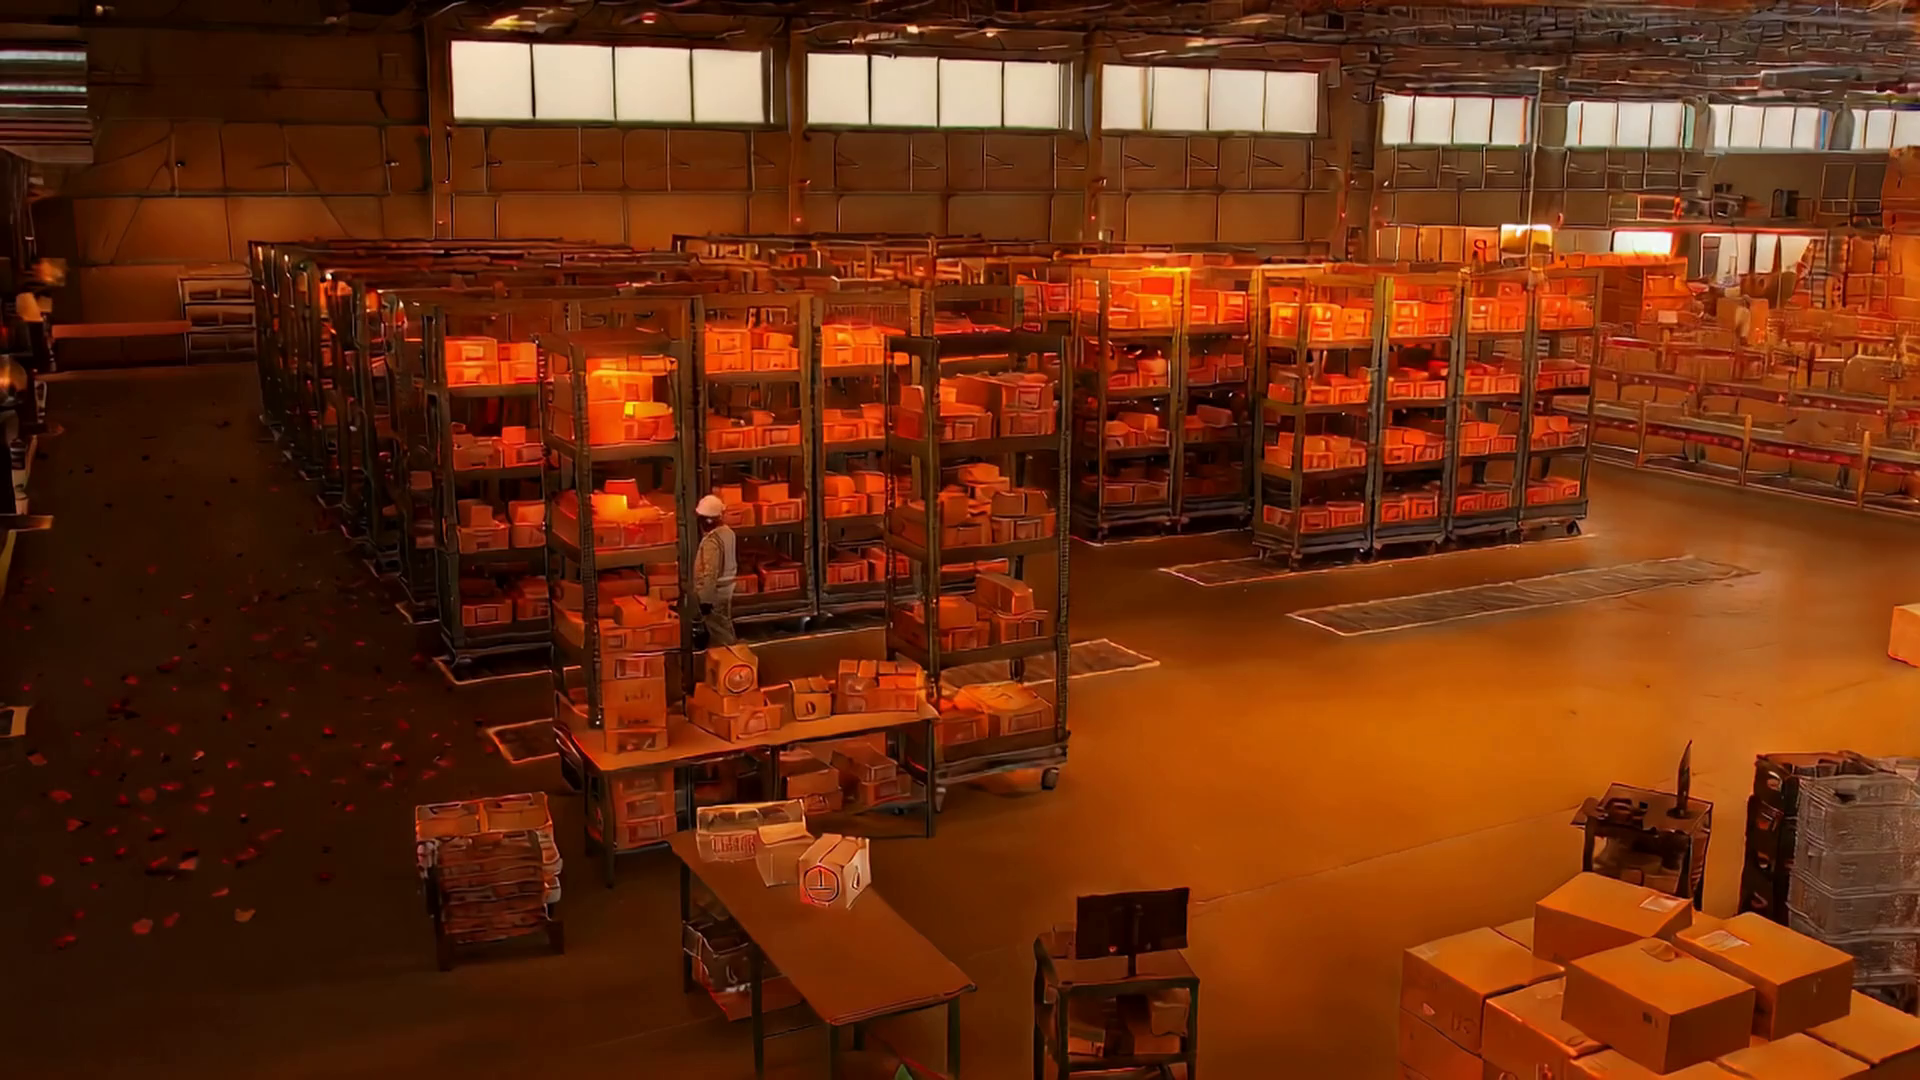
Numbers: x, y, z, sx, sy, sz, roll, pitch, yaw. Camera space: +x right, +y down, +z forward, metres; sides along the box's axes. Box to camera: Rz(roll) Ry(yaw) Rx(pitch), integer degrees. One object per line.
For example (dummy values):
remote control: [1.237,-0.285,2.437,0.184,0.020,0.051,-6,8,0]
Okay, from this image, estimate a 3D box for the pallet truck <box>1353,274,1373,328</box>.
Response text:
pallet truck: [13.011,-8.050,55.243,0.823,1.965,1.885,-7,14,-28]

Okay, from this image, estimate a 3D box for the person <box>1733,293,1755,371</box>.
person: [19.873,-5.263,42.187,0.653,2.006,0.703,-10,15,-38]

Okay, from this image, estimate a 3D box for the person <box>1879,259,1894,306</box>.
person: [36.167,-10.026,64.844,0.505,1.845,0.345,-8,14,-33]

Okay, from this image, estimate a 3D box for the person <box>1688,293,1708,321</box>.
person: [22.160,-6.866,49.956,0.514,1.891,0.648,-4,13,-19]

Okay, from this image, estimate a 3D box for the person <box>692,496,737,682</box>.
person: [-2.318,0.483,15.723,0.404,1.827,0.602,2,12,12]

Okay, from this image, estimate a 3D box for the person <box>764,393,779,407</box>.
person: [-3.197,-1.947,27.148,0.566,1.811,0.887,-7,14,-31]
